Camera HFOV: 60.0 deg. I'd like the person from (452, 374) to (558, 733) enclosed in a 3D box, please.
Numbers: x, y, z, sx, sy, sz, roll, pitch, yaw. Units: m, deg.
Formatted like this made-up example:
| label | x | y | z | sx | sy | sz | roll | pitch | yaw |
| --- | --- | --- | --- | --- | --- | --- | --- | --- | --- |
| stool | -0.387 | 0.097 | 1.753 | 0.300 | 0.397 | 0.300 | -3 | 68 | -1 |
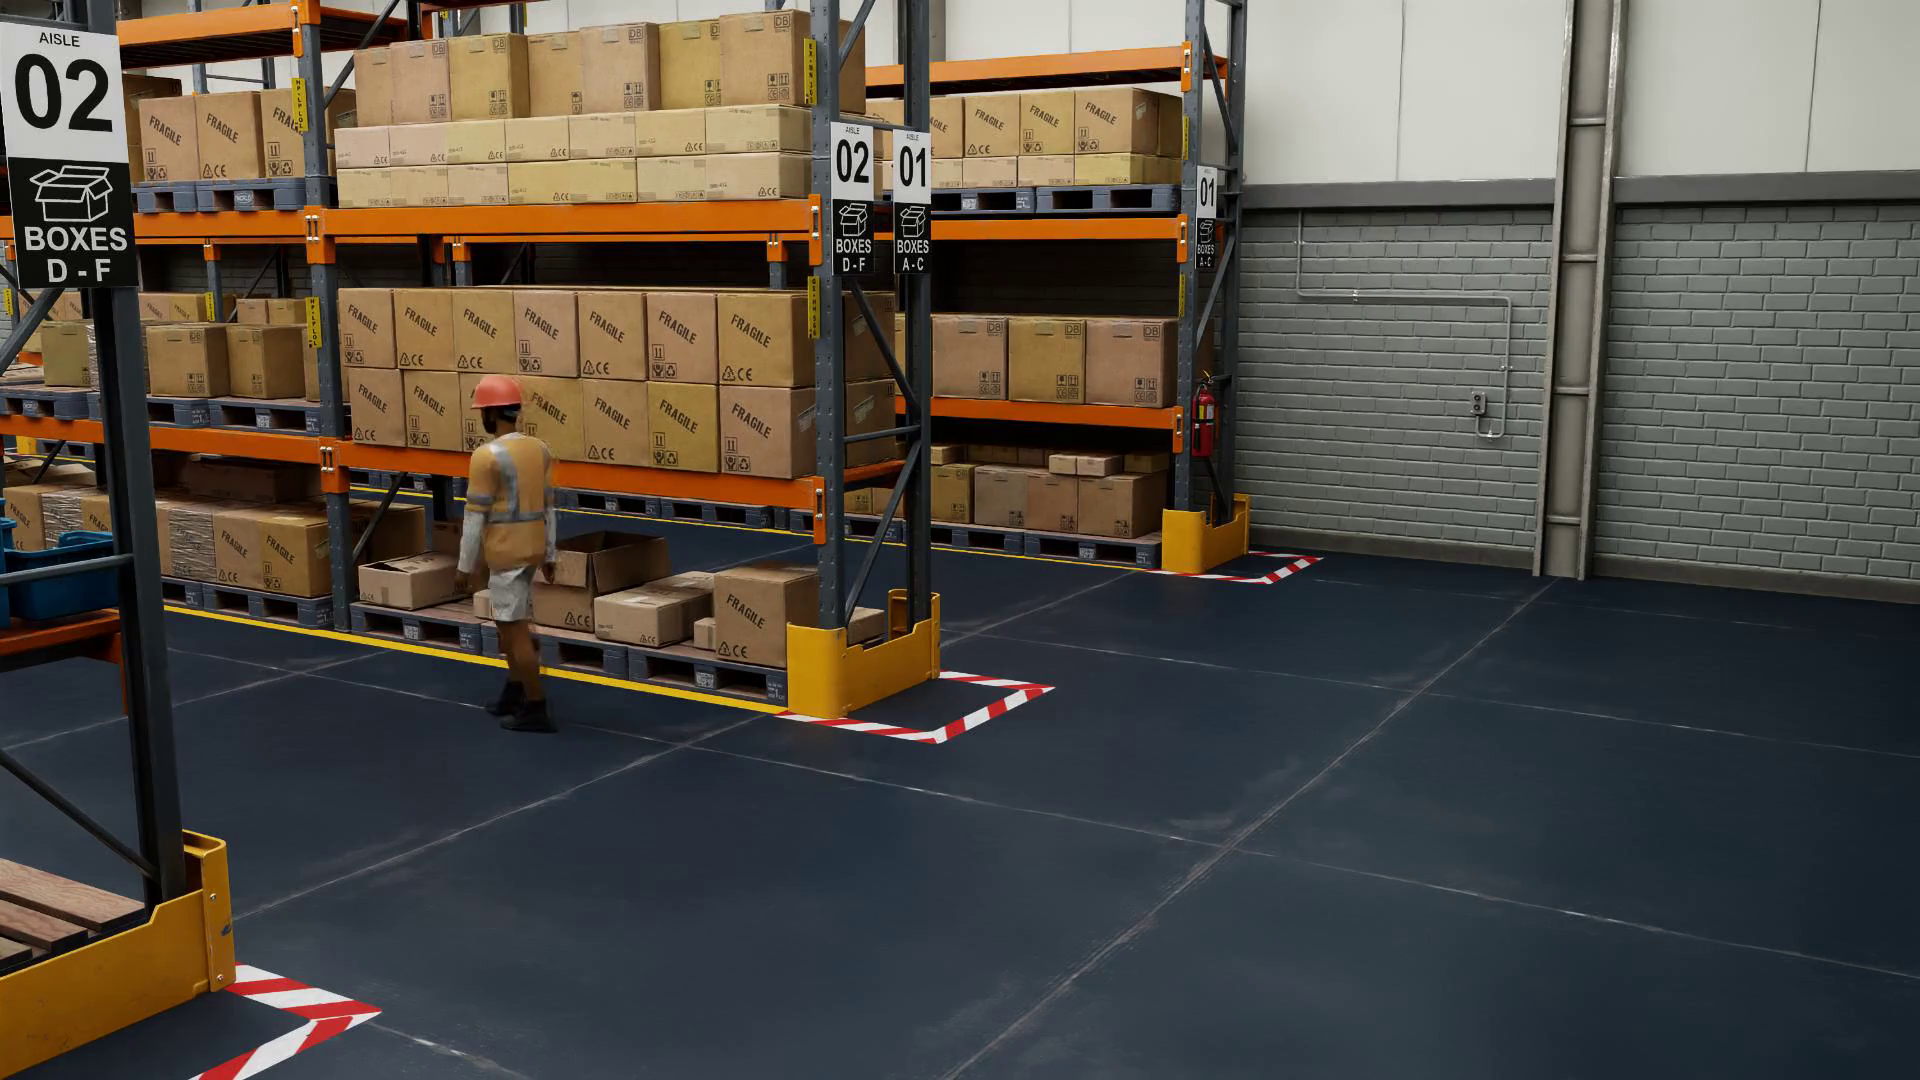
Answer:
| label | x | y | z | sx | sy | sz | roll | pitch | yaw |
| --- | --- | --- | --- | --- | --- | --- | --- | --- | --- |
| person | -2.468 | 0.079 | 8.870 | 0.679 | 1.915 | 0.549 | 3 | 10 | 19 |
